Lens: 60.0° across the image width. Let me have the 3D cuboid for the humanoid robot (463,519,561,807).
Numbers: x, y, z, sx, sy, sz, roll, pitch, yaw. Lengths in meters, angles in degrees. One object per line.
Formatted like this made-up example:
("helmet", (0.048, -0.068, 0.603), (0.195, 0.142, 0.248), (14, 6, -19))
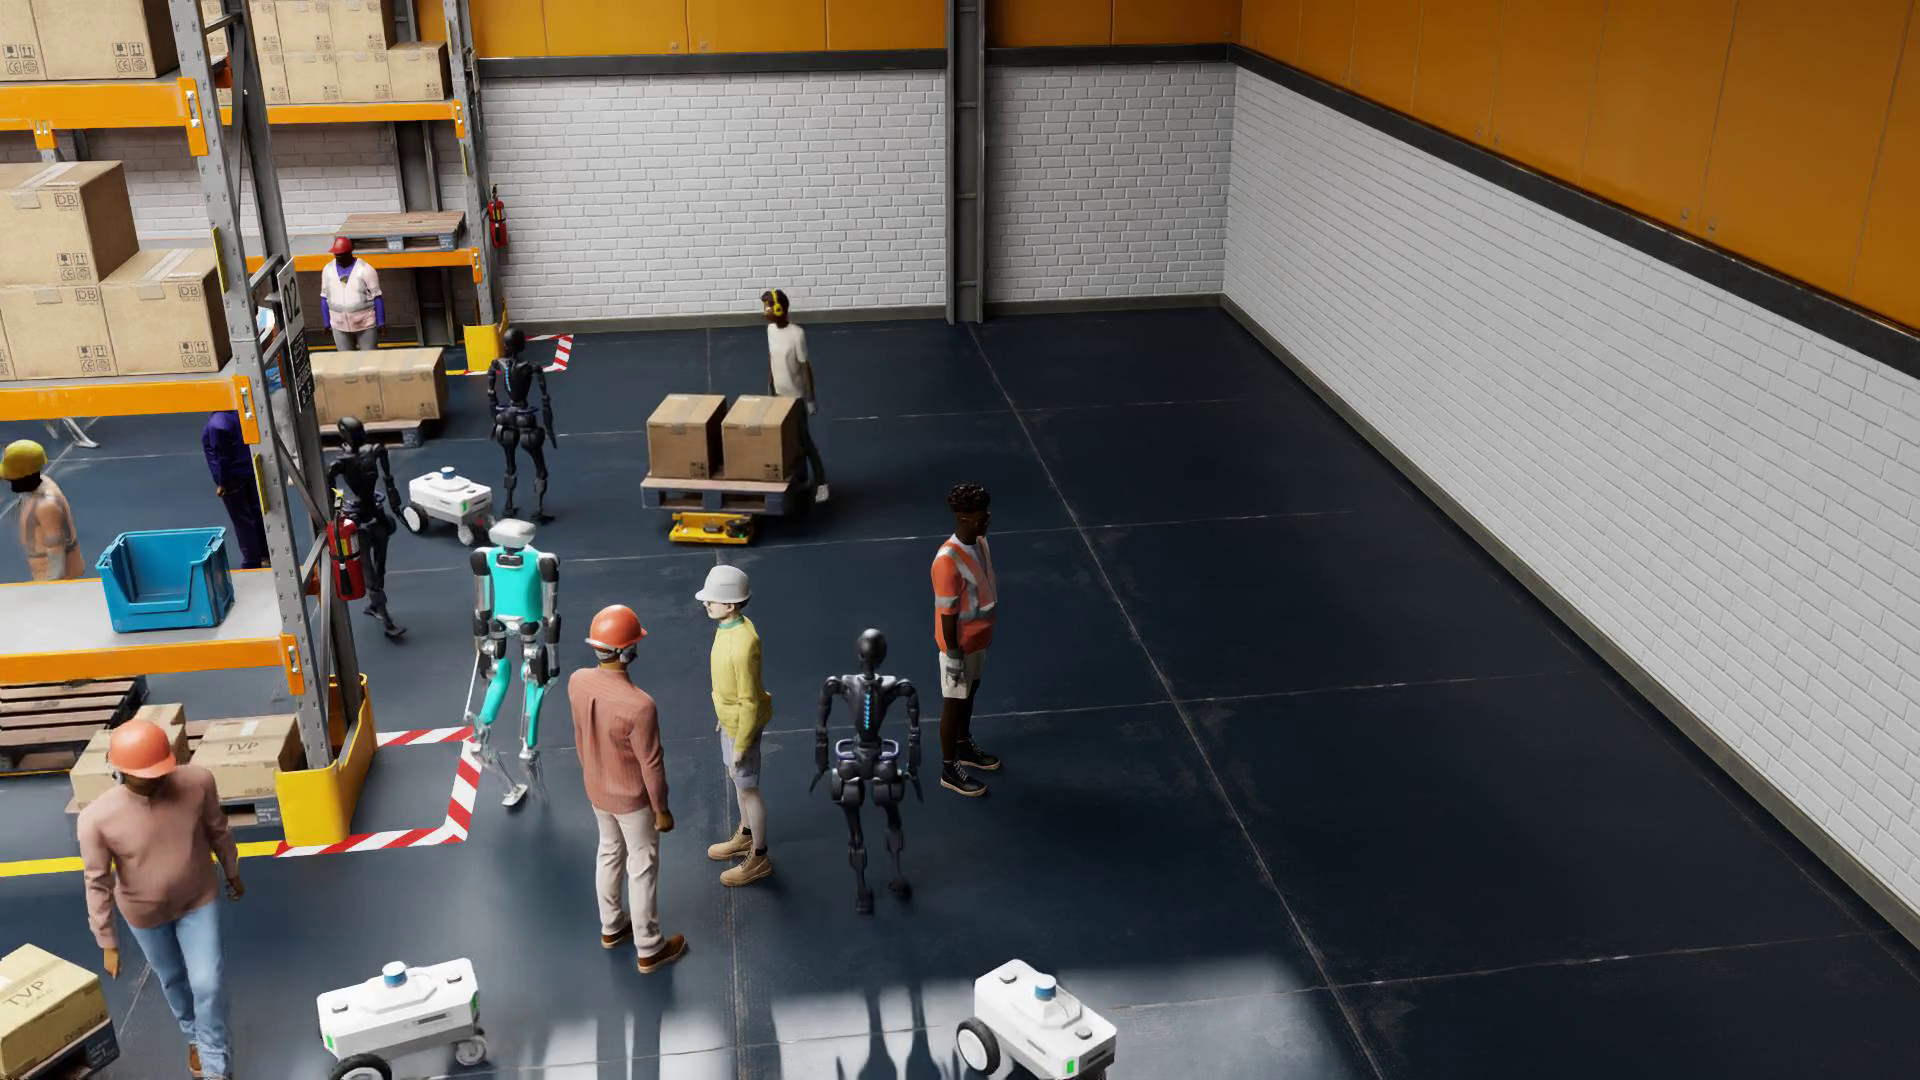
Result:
("humanoid robot", (-2.641, 0.860, 9.743), (0.544, 1.875, 0.765), (3, 24, 8))

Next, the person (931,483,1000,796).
("person", (0.043, 0.575, 9.979), (0.368, 1.966, 0.603), (8, 25, 17))

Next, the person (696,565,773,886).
("person", (-1.212, 1.000, 9.104), (0.385, 1.892, 0.472), (-9, 25, -19))

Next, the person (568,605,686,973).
("person", (-1.685, 1.250, 8.419), (0.613, 1.986, 0.404), (19, 30, 37))

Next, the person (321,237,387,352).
("person", (-5.973, -2.128, 16.402), (0.612, 1.750, 0.419), (-1, 24, -3))

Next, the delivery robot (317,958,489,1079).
("delivery robot", (-2.655, 2.274, 7.866), (0.797, 0.599, 0.499), (-10, 26, -22))

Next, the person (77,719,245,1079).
("person", (-3.530, 1.683, 7.458), (0.655, 1.955, 0.787), (-14, 27, -29))

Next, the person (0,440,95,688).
("person", (-5.905, 0.237, 10.827), (0.383, 1.906, 0.629), (-13, 27, -27))

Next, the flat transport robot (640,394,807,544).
("flat transport robot", (-1.973, -0.326, 14.140), (0.659, 0.231, 1.431), (2, 24, 5))

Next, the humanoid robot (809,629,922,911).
("humanoid robot", (-0.506, 1.227, 8.854), (0.610, 1.652, 0.316), (-1, 24, -2))

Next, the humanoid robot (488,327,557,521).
("humanoid robot", (-3.681, -0.951, 13.817), (0.603, 1.642, 0.389), (7, 25, 15))

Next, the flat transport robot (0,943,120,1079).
("flat transport robot", (-4.545, 2.611, 7.447), (1.431, 0.231, 0.659), (12, 26, 26))

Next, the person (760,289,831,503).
("person", (-1.412, -1.235, 14.273), (0.683, 1.828, 0.368), (22, 32, 40))

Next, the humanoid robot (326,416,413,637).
("humanoid robot", (-4.196, -0.114, 11.937), (0.695, 1.636, 0.615), (14, 28, 30))

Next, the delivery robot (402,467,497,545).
("delivery robot", (-4.215, -0.318, 13.750), (0.754, 0.581, 0.499), (15, 28, 30))

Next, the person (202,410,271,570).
("person", (-5.602, -0.485, 12.813), (0.348, 1.621, 0.454), (1, 24, 2))

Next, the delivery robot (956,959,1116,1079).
("delivery robot", (0.364, 2.305, 7.812), (0.513, 0.612, 0.784), (-19, 30, -37))

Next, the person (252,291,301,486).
("person", (-6.125, -1.353, 14.536), (0.627, 1.835, 0.429), (-3, 24, -6))

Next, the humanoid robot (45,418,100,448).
("humanoid robot", (-8.405, -1.668, 15.444), (0.895, 1.835, 0.553), (7, 25, 17))
